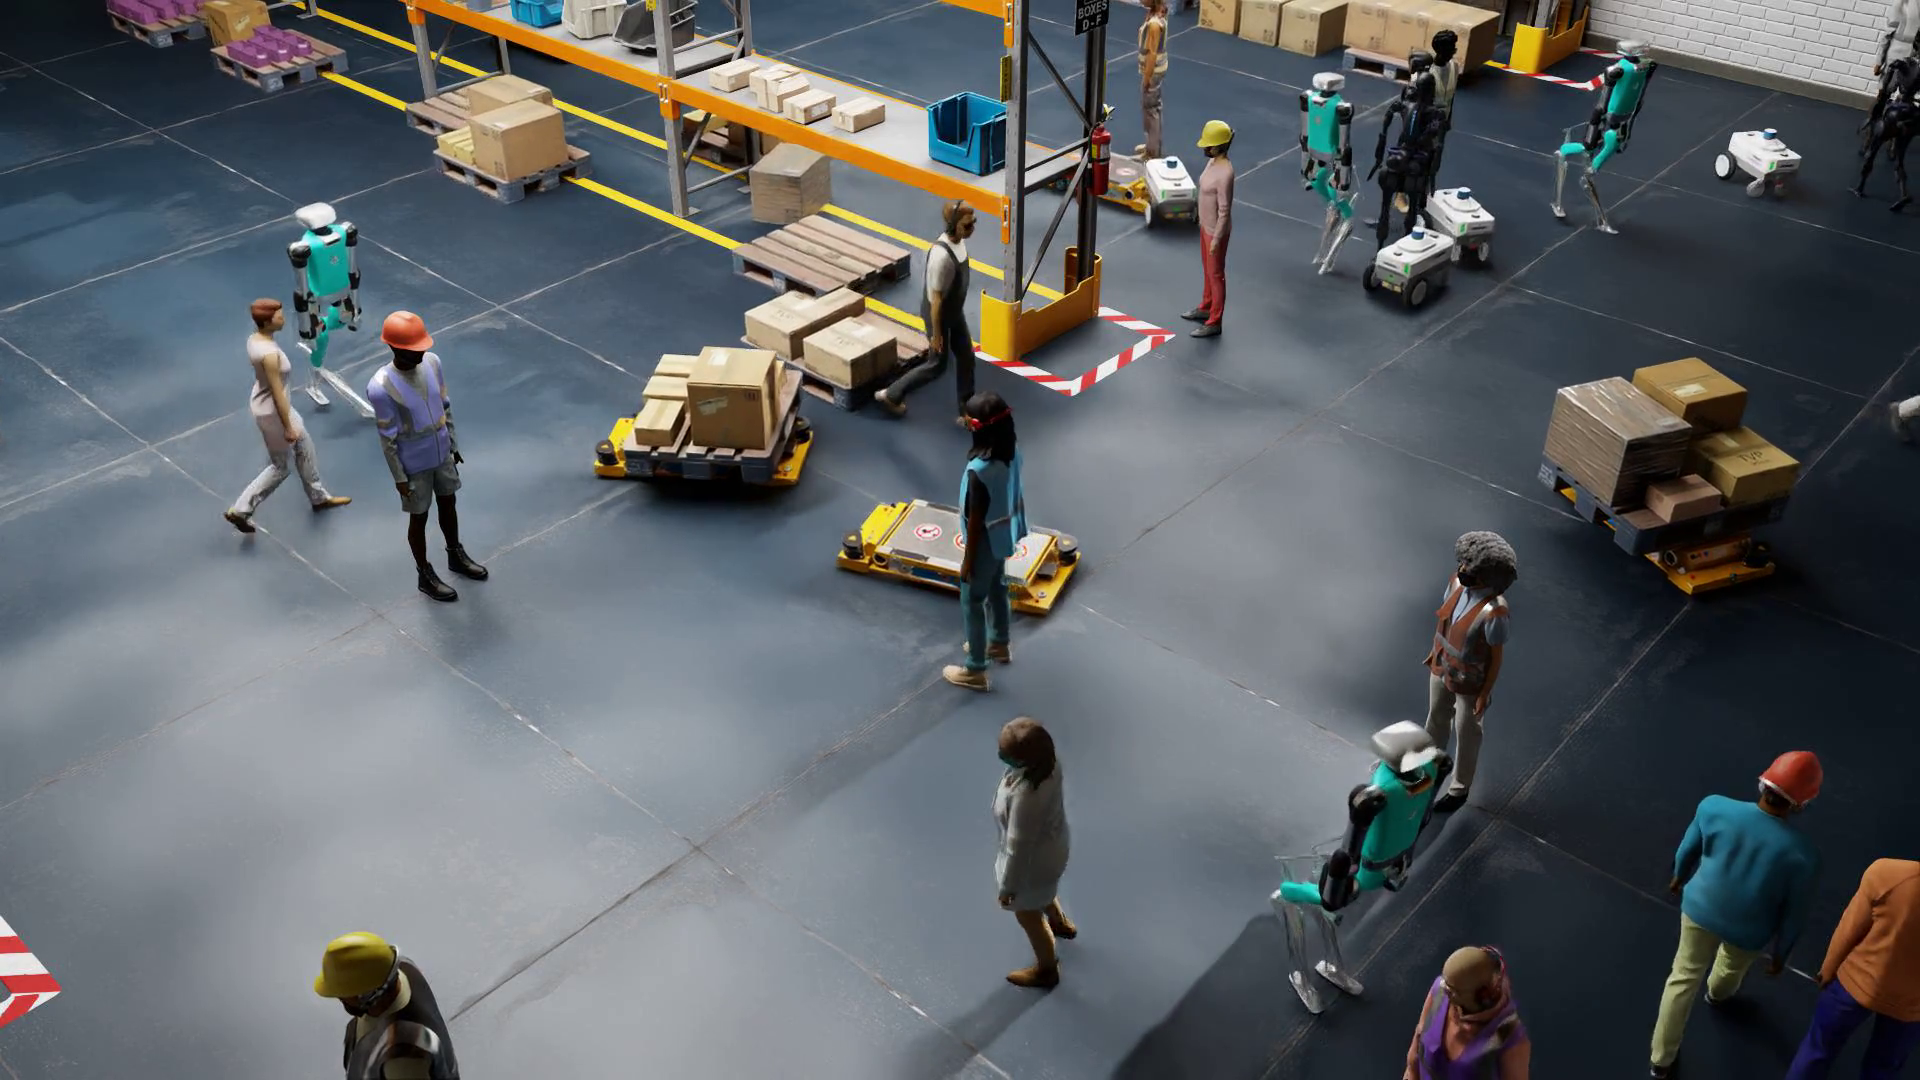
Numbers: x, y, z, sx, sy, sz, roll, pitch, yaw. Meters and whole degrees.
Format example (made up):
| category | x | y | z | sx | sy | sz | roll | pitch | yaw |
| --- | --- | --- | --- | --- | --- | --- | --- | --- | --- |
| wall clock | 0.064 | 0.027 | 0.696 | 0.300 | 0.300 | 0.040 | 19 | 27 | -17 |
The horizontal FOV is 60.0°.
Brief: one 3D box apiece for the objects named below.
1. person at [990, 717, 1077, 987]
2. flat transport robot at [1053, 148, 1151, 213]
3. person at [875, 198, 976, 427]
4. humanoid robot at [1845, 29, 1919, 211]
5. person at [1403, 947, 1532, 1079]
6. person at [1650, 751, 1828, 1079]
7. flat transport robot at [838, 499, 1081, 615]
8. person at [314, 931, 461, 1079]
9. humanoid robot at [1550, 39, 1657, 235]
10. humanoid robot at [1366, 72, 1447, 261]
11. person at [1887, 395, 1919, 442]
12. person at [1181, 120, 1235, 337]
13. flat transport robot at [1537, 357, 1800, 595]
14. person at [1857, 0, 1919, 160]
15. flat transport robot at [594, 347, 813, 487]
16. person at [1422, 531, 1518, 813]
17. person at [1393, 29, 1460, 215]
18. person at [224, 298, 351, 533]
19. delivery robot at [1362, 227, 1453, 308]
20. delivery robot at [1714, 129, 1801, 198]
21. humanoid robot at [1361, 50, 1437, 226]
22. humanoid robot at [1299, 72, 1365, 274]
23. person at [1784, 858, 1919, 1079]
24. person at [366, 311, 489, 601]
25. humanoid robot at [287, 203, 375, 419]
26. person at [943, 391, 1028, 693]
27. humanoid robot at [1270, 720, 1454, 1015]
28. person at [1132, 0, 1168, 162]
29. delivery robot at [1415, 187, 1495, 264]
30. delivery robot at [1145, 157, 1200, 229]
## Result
| category | x | y | z | sx | sy | sz | roll | pitch | yaw |
| --- | --- | --- | --- | --- | --- | --- | --- | --- | --- |
| person | 0.317 | 1.423 | 7.532 | 0.364 | 1.635 | 0.538 | 5 | 35 | 7 |
| flat transport robot | 1.386 | -3.451 | 15.810 | 1.431 | 0.231 | 0.659 | 24 | 41 | 30 |
| person | -0.175 | -1.589 | 11.761 | 0.814 | 1.809 | 0.525 | 13 | 37 | 18 |
| humanoid robot | 8.580 | -3.837 | 15.154 | 0.589 | 1.636 | 0.694 | -5 | 35 | -7 |
| person | 1.882 | 2.222 | 6.361 | 0.661 | 1.654 | 0.540 | -20 | 39 | -26 |
| person | 3.385 | 1.582 | 7.256 | 0.586 | 1.695 | 0.871 | 26 | 42 | 32 |
| flat transport robot | -0.002 | 0.083 | 10.691 | 1.431 | 0.231 | 0.659 | 13 | 37 | 18 |
| person | -2.096 | 2.151 | 6.335 | 0.403 | 1.817 | 0.599 | -14 | 37 | -19 |
| humanoid robot | 5.618 | -3.630 | 14.797 | 0.537 | 1.784 | 0.887 | -17 | 38 | -23 |
| humanoid robot | 3.785 | -3.172 | 14.175 | 0.600 | 1.635 | 0.617 | 14 | 37 | 19 |
| person | 6.987 | -1.353 | 11.367 | 0.547 | 1.867 | 0.798 | -16 | 38 | -22 |
| person | 1.965 | -2.441 | 13.033 | 0.323 | 1.762 | 0.523 | -2 | 35 | -4 |
| flat transport robot | 4.636 | -0.157 | 11.037 | 0.659 | 0.231 | 1.431 | -12 | 36 | -17 |
| person | 9.160 | -4.634 | 16.069 | 0.548 | 1.927 | 0.390 | 13 | 37 | 18 |
| flat transport robot | -1.805 | -0.660 | 11.766 | 1.431 | 0.231 | 0.659 | 4 | 35 | 5 |
| person | 2.577 | 0.681 | 8.570 | 0.299 | 1.688 | 0.455 | -14 | 37 | -19 |
| person | 4.240 | -3.780 | 15.036 | 0.535 | 1.692 | 0.319 | -19 | 39 | -25 |
| person | -4.504 | -0.797 | 10.769 | 0.736 | 1.623 | 0.463 | -17 | 38 | -23 |
| delivery robot | 3.781 | -2.319 | 13.919 | 0.779 | 0.597 | 0.499 | -27 | 43 | -34 |
| delivery robot | 7.600 | -3.609 | 15.803 | 0.504 | 0.611 | 0.783 | -7 | 35 | -10 |
| humanoid robot | 3.965 | -3.508 | 14.658 | 0.613 | 1.637 | 0.602 | 21 | 40 | 27 |
| humanoid robot | 3.183 | -3.074 | 14.006 | 0.722 | 1.823 | 0.548 | -23 | 41 | -30 |
| person | 3.764 | 1.793 | 6.721 | 0.518 | 1.971 | 0.405 | 17 | 38 | 24 |
| person | -3.234 | -0.517 | 10.104 | 0.377 | 1.930 | 0.541 | 18 | 39 | 25 |
| humanoid robot | -4.633 | -1.637 | 11.907 | 0.967 | 1.734 | 0.530 | 20 | 40 | 27 |
| person | 0.161 | 0.009 | 9.396 | 0.419 | 1.862 | 0.553 | 15 | 38 | 21 |
| humanoid robot | 1.701 | 1.403 | 7.438 | 0.530 | 1.736 | 0.737 | -21 | 40 | -27 |
| person | 1.830 | -4.529 | 16.053 | 0.339 | 1.772 | 0.466 | 6 | 35 | 9 |
| delivery robot | 4.382 | -2.800 | 14.609 | 0.499 | 0.587 | 0.766 | -8 | 35 | -11 |
| delivery robot | 1.922 | -3.196 | 15.190 | 0.499 | 0.595 | 0.797 | -4 | 35 | -5 |
